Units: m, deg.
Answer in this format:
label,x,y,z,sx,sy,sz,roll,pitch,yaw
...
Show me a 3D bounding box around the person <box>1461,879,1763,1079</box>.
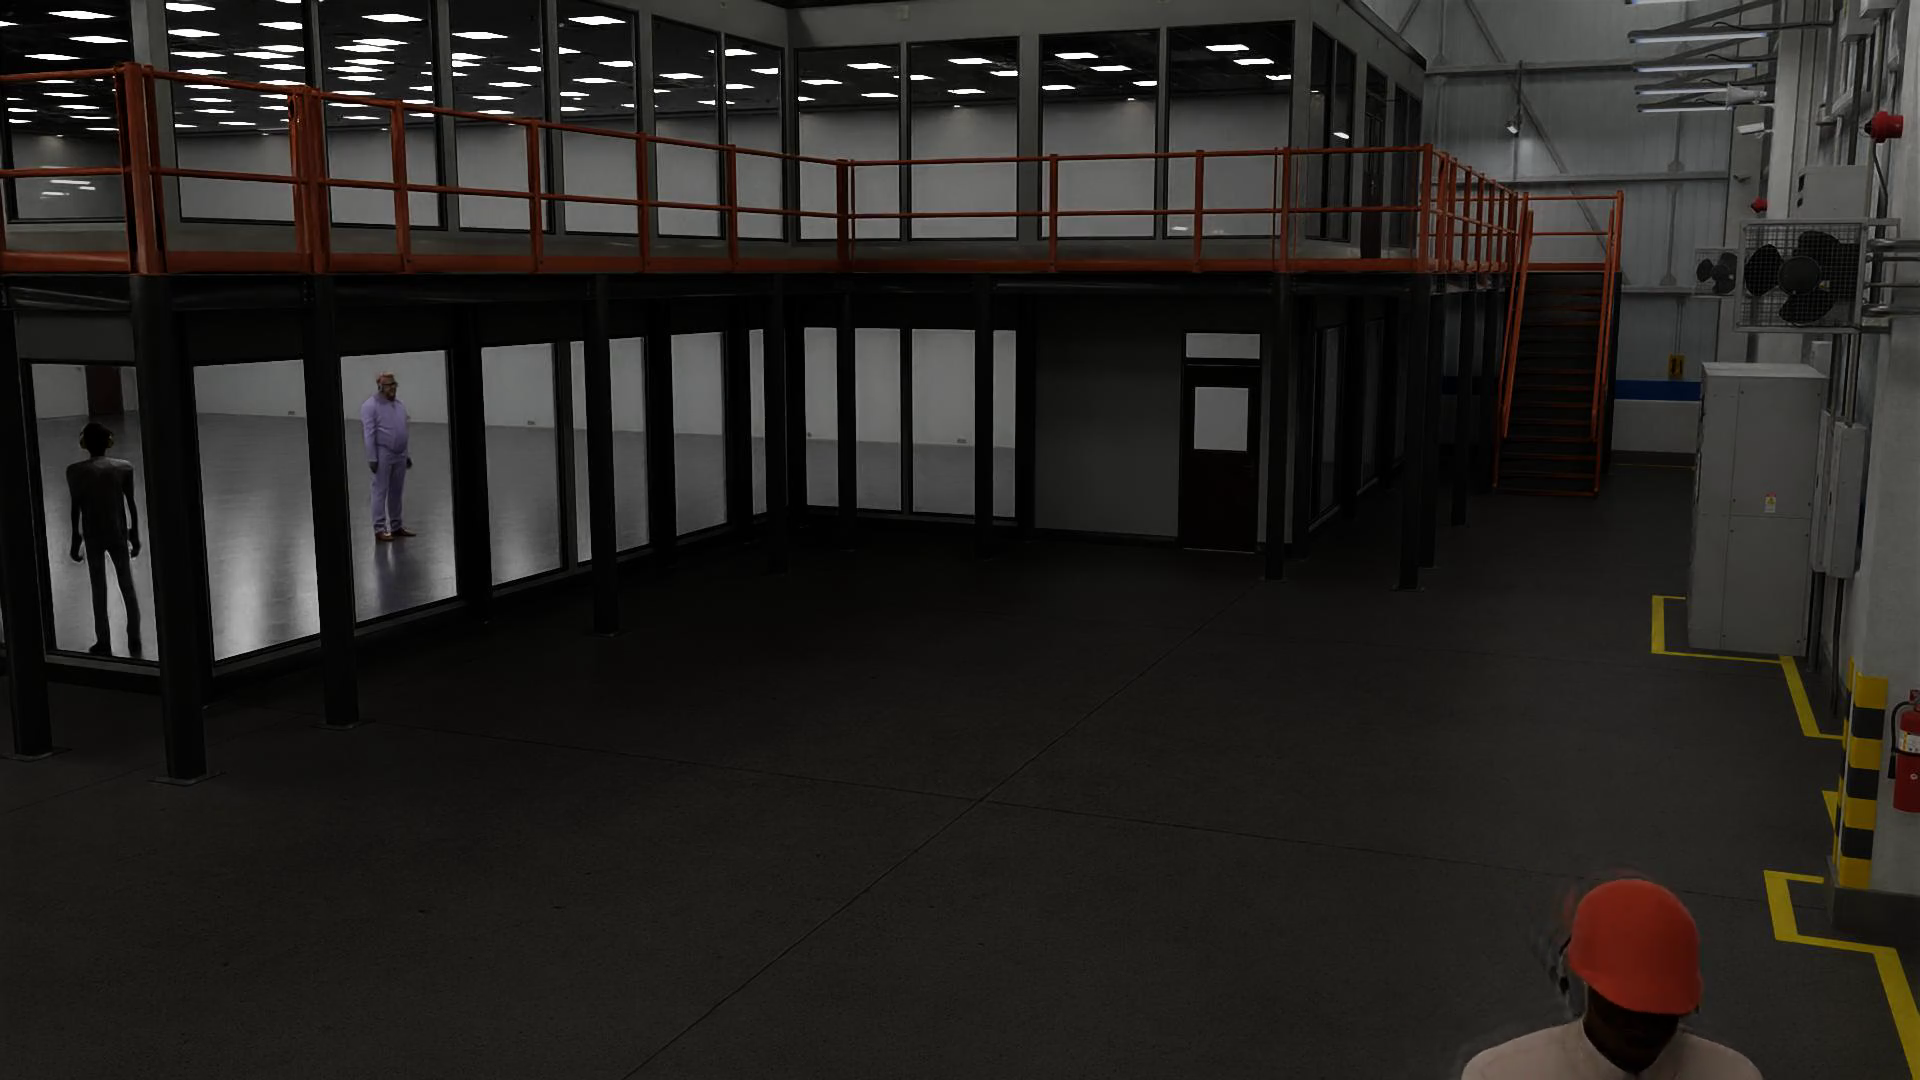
label,x,y,z,sx,sy,sz,roll,pitch,yaw
person,1.232,1.578,3.241,0.657,1.934,1.056,1,9,4
